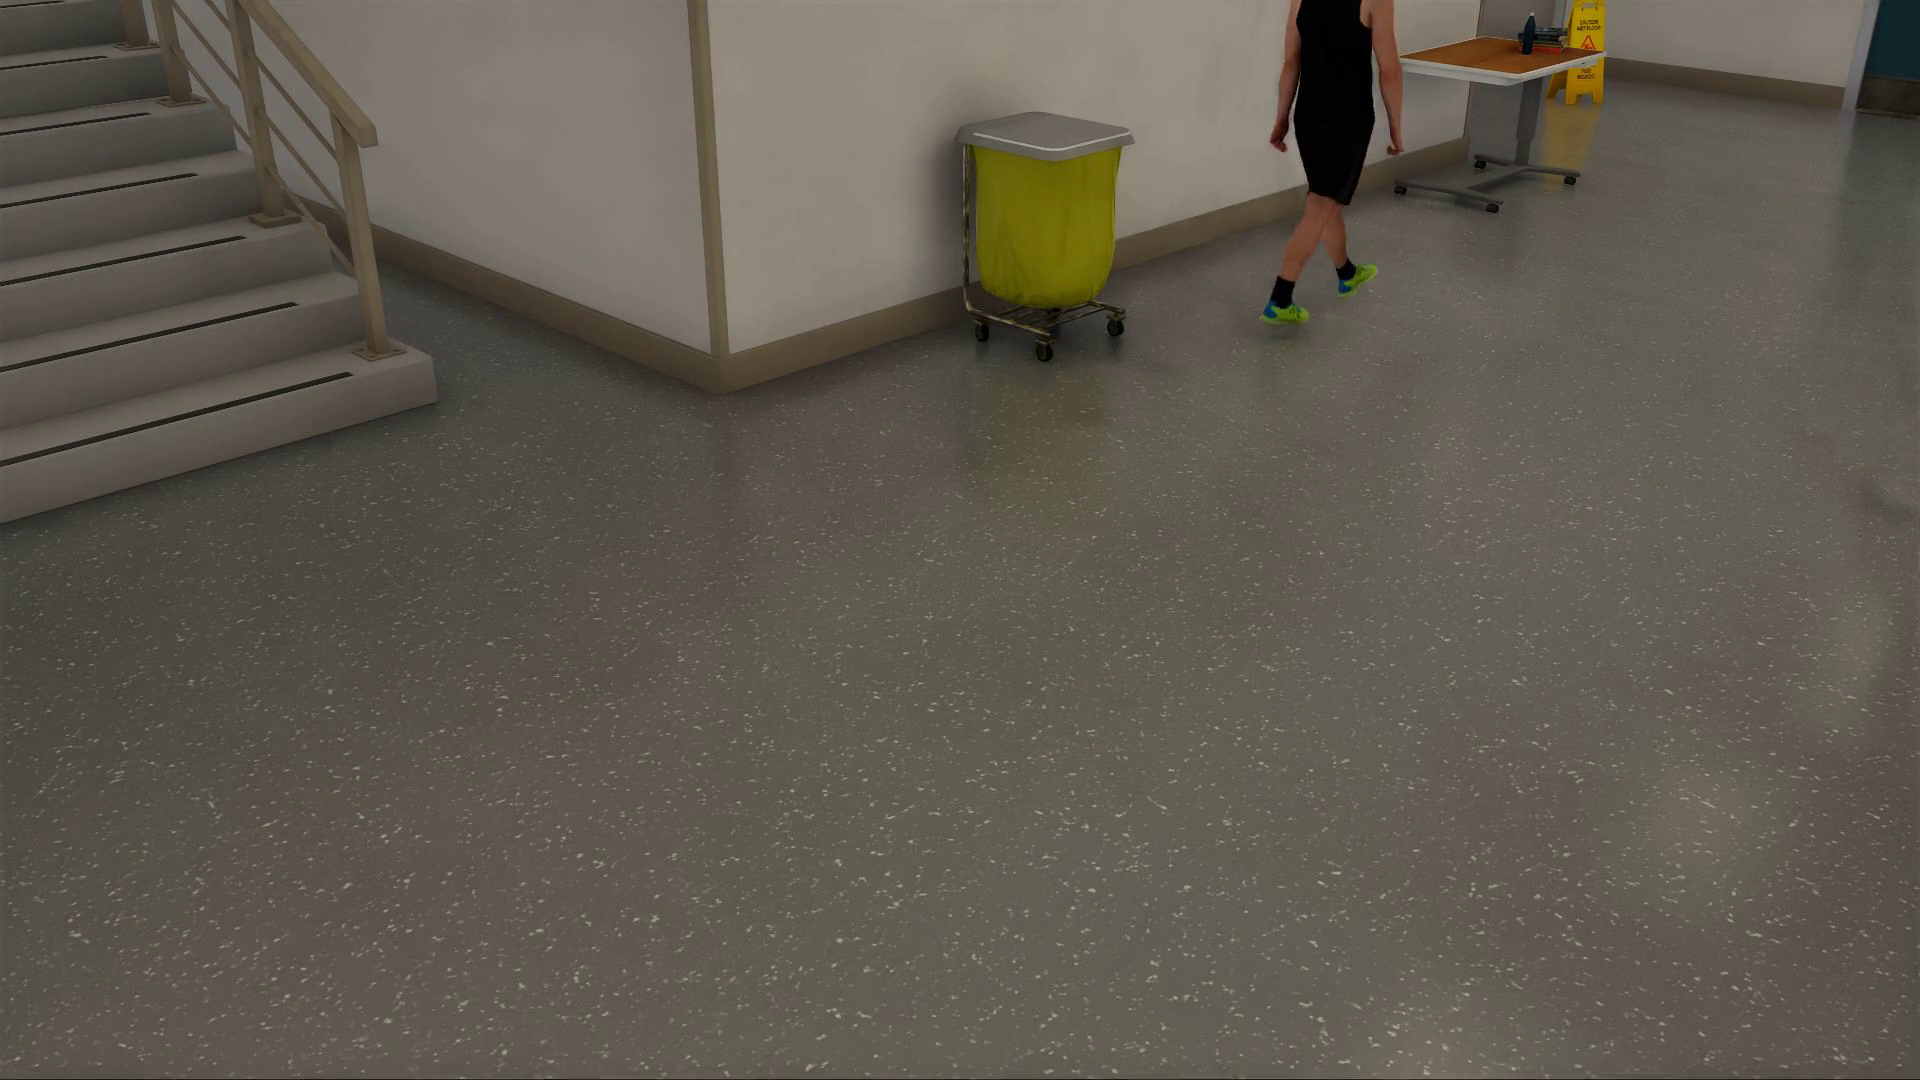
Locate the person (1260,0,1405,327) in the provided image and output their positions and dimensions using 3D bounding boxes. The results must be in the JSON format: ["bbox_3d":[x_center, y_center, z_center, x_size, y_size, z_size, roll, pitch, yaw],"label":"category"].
[{"bbox_3d":[1.620,-1.833,7.419,1.100,1.841,0.760,23,34,39],"label":"person"}]
